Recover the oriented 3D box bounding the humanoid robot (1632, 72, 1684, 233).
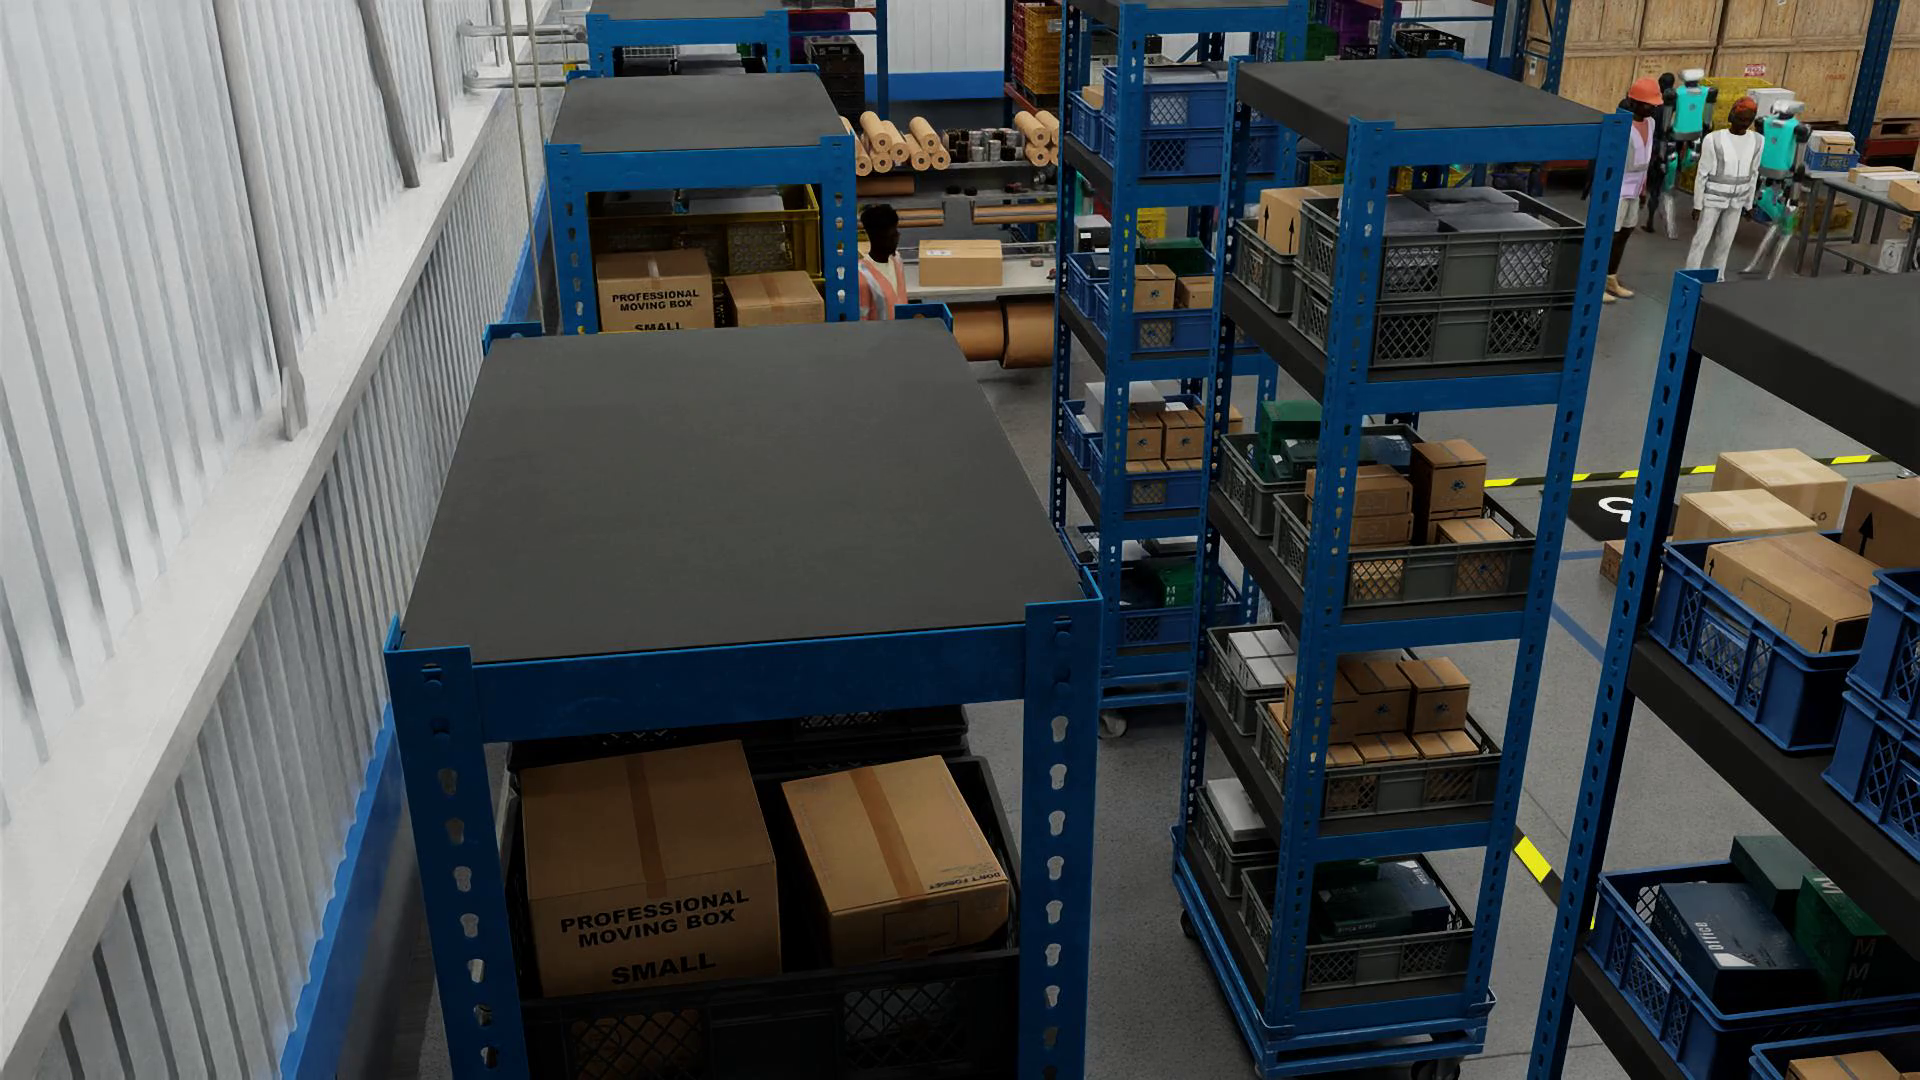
[{"bbox_3d":[7.259,-4.035,17.380,0.609,1.654,0.310,0,25,0],"label":"humanoid robot"}]

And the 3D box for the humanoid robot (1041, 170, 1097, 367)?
[{"bbox_3d":[0.712,-2.243,13.459,0.819,1.805,0.548,-6,25,-12],"label":"humanoid robot"}]

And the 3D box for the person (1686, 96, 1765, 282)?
[{"bbox_3d":[6.849,-3.016,14.919,0.571,1.887,0.356,-2,25,-5],"label":"person"}]

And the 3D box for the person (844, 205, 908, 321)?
[{"bbox_3d":[-0.514,-1.240,10.965,0.364,1.965,0.608,11,27,23],"label":"person"}]

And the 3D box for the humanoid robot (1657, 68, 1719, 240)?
[{"bbox_3d":[7.511,-4.082,17.440,0.563,1.784,0.899,4,25,9],"label":"humanoid robot"}]

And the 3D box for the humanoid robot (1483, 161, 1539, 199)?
[{"bbox_3d":[5.246,-3.354,15.923,0.595,1.629,0.647,2,25,5],"label":"humanoid robot"}]

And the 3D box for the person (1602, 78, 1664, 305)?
[{"bbox_3d":[6.030,-3.143,15.033,0.608,2.031,0.405,-18,31,-35],"label":"person"}]

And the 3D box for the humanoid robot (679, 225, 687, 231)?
[{"bbox_3d":[-2.534,-3.015,15.171,0.601,1.662,0.367,14,28,28],"label":"humanoid robot"}]

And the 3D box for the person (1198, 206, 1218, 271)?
[{"bbox_3d":[2.414,-3.387,15.780,0.429,1.844,0.626,-9,26,-20],"label":"person"}]

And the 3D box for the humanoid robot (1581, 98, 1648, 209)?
[{"bbox_3d":[6.370,-3.452,16.174,0.611,1.621,0.750,17,30,33],"label":"humanoid robot"}]

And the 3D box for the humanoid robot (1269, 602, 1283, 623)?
[{"bbox_3d":[1.441,0.645,7.232,0.490,1.631,0.603,10,27,21],"label":"humanoid robot"}]

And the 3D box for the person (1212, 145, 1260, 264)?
[{"bbox_3d":[2.537,-2.820,14.604,0.702,1.801,0.429,7,26,14],"label":"person"}]

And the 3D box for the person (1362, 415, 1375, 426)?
[{"bbox_3d":[1.798,0.192,7.987,0.589,1.851,0.401,1,25,1],"label":"person"}]

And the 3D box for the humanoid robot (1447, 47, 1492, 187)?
[{"bbox_3d":[5.560,-4.478,18.303,0.548,1.778,0.853,-22,33,-39],"label":"humanoid robot"}]

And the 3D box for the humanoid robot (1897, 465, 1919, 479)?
[{"bbox_3d":[6.431,-1.148,10.873,0.735,1.681,0.533,-11,27,-22],"label":"humanoid robot"}]

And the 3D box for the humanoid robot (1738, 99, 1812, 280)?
[{"bbox_3d":[7.714,-3.225,15.596,0.768,1.819,0.537,-16,29,-30],"label":"humanoid robot"}]
